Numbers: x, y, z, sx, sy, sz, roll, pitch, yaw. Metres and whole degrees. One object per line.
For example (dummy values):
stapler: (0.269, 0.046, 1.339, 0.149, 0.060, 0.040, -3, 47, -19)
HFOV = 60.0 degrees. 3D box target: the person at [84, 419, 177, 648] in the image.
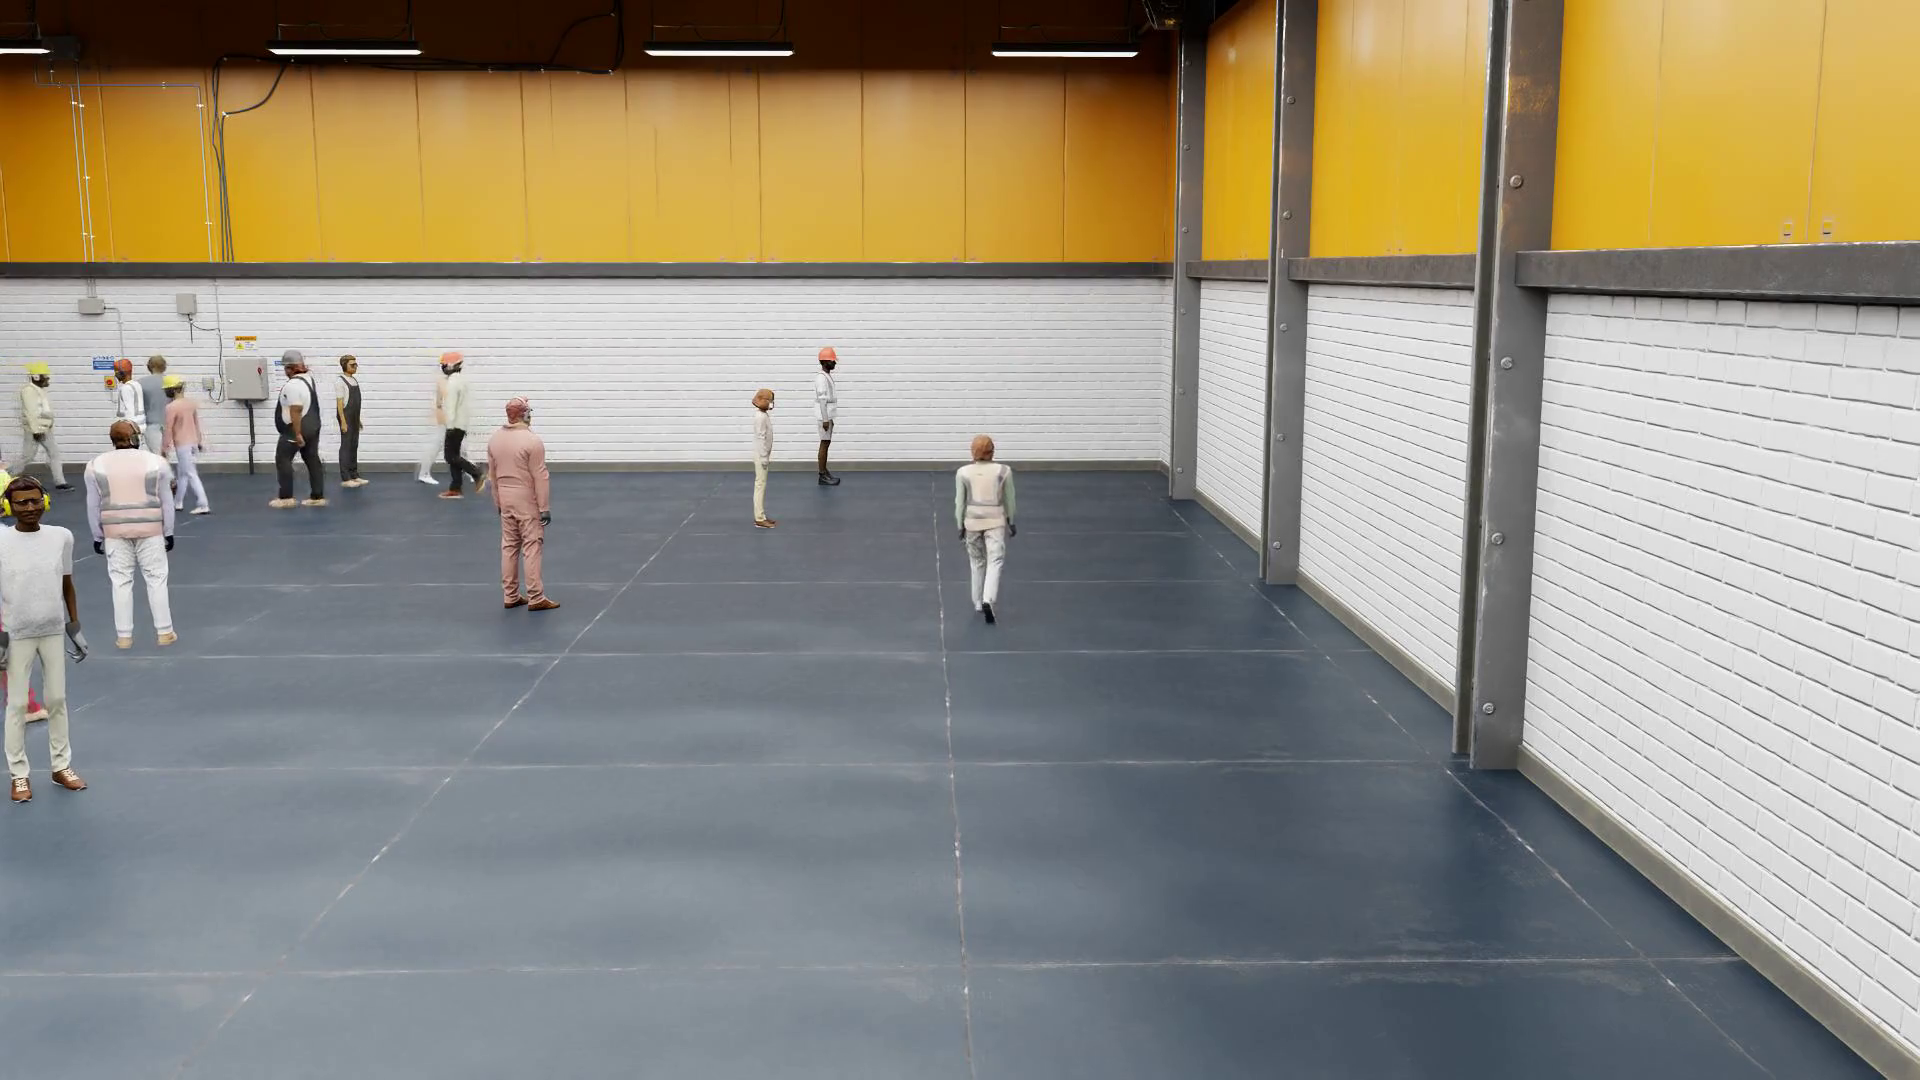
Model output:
person: (-6.631, -0.048, 13.343, 0.624, 1.841, 0.430, -3, 10, -21)

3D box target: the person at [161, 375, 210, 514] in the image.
person: (-9.674, -1.170, 20.528, 0.830, 1.721, 0.539, 2, 9, 10)

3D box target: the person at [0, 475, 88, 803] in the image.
person: (-5.314, 0.551, 9.567, 0.327, 1.874, 0.517, 9, 13, 43)

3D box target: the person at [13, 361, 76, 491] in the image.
person: (-12.609, -1.530, 22.609, 0.866, 1.795, 0.613, 0, 9, 0)

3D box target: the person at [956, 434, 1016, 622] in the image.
person: (0.211, -0.112, 14.433, 0.519, 1.608, 0.762, 2, 9, 11)

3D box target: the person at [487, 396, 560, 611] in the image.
person: (-3.874, -0.322, 14.796, 0.648, 1.913, 0.409, 5, 11, 30)

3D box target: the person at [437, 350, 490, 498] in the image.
person: (-6.579, -1.514, 21.902, 0.622, 1.972, 0.630, -1, 9, -4)

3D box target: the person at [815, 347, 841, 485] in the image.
person: (-1.861, -1.743, 23.425, 0.362, 1.938, 0.545, 0, 9, 1)

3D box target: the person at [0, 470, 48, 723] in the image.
person: (-6.350, 0.413, 10.838, 0.531, 1.739, 0.794, 8, 12, 41)

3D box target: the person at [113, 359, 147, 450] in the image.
person: (-10.691, -1.395, 21.449, 0.356, 1.887, 0.572, -2, 10, -14)

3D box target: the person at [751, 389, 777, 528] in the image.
person: (-2.314, -0.968, 19.601, 0.278, 1.633, 0.497, -1, 9, -5)

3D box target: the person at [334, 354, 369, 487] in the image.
person: (-8.504, -1.661, 23.208, 0.345, 1.847, 0.504, 1, 9, 6)

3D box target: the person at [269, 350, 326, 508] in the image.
person: (-8.508, -1.430, 21.195, 0.768, 2.000, 0.693, 1, 9, 7)

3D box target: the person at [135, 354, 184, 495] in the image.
person: (-10.672, -1.527, 22.243, 0.948, 1.904, 0.682, 8, 12, 41)

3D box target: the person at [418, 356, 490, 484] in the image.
person: (-7.200, -1.705, 23.432, 1.027, 1.867, 0.581, 1, 9, 4)
